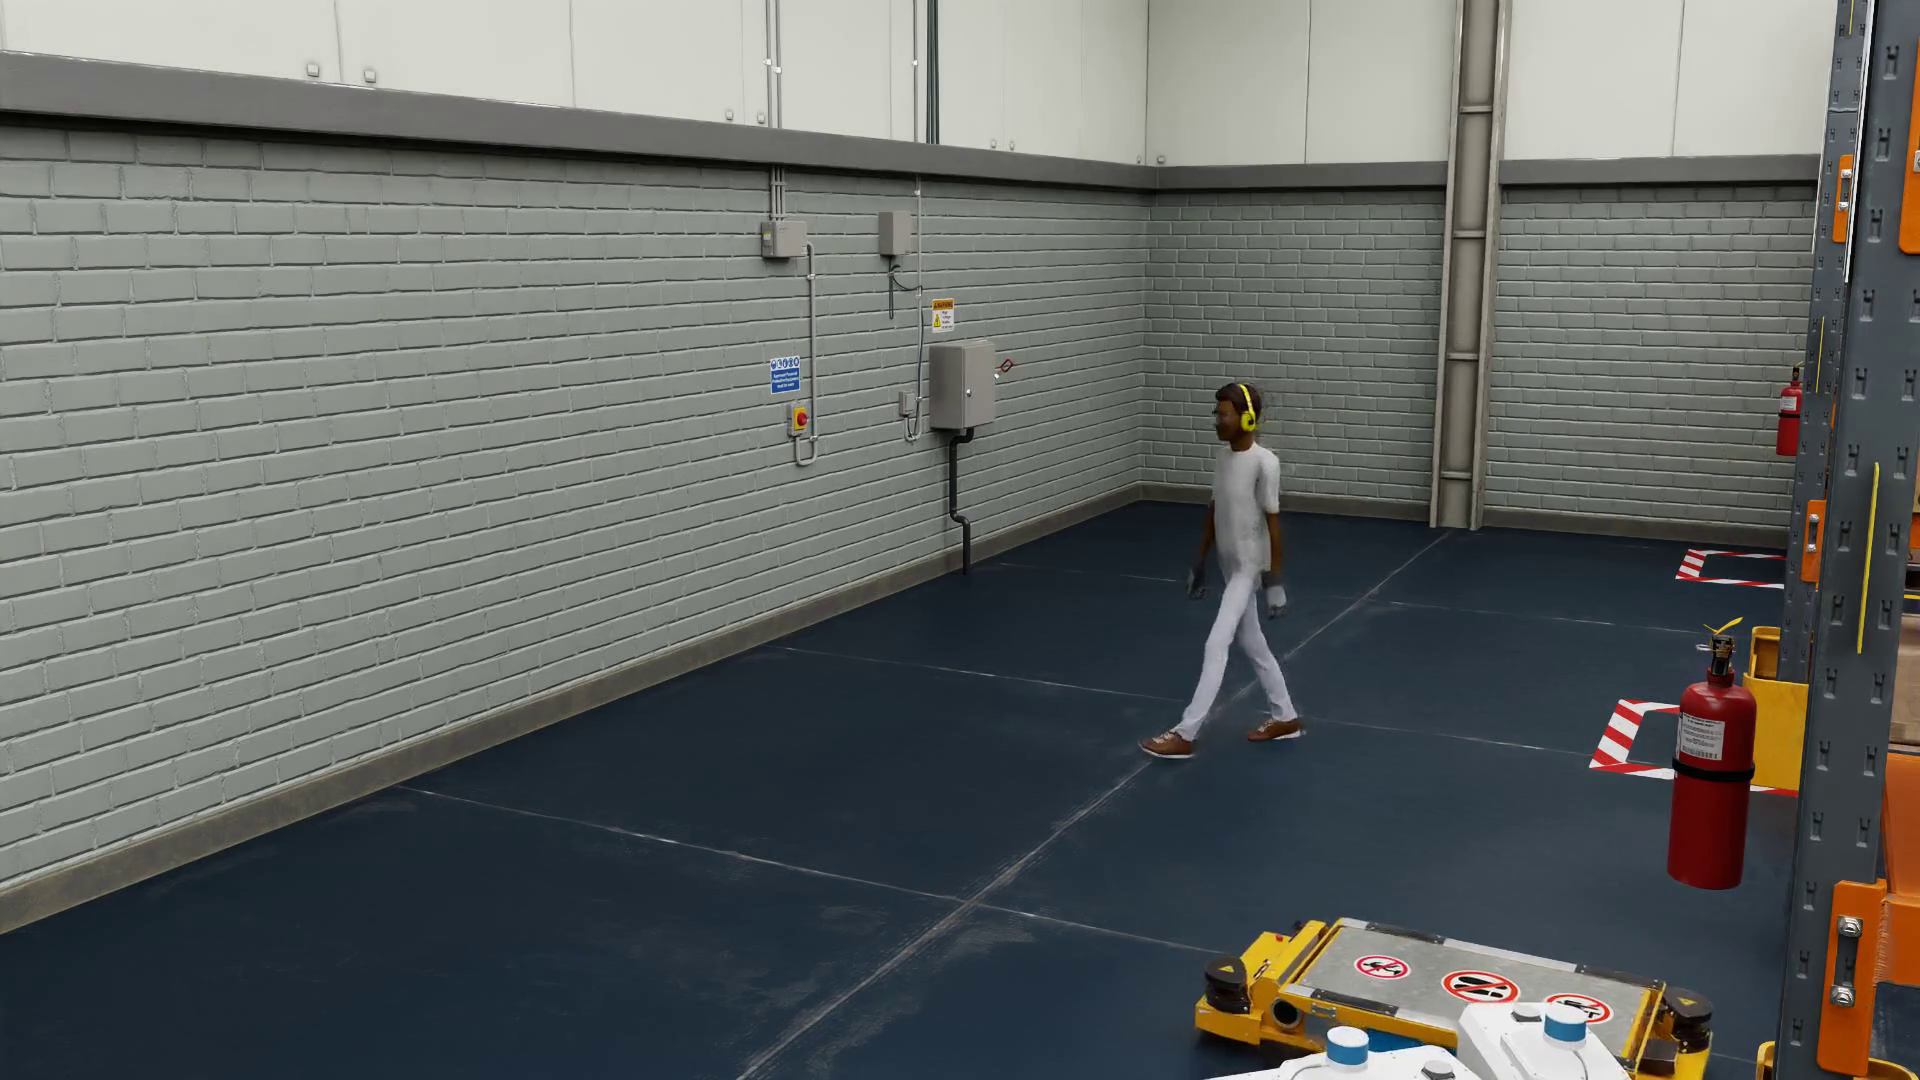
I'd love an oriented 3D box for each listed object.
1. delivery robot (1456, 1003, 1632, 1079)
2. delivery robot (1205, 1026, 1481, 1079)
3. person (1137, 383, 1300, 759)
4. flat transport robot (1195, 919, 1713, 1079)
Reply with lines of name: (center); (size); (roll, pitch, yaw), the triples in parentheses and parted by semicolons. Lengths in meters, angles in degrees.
delivery robot: (1.531, 1.431, 4.240); (0.477, 0.478, 0.707); (0, 10, -1)
delivery robot: (0.951, 1.452, 4.124); (0.707, 0.478, 0.477); (-3, 11, -16)
person: (1.304, 0.146, 8.070); (0.957, 1.816, 0.533); (-3, 11, -16)
flat transport robot: (1.517, 1.455, 5.139); (1.431, 0.197, 0.652); (6, 12, 29)
